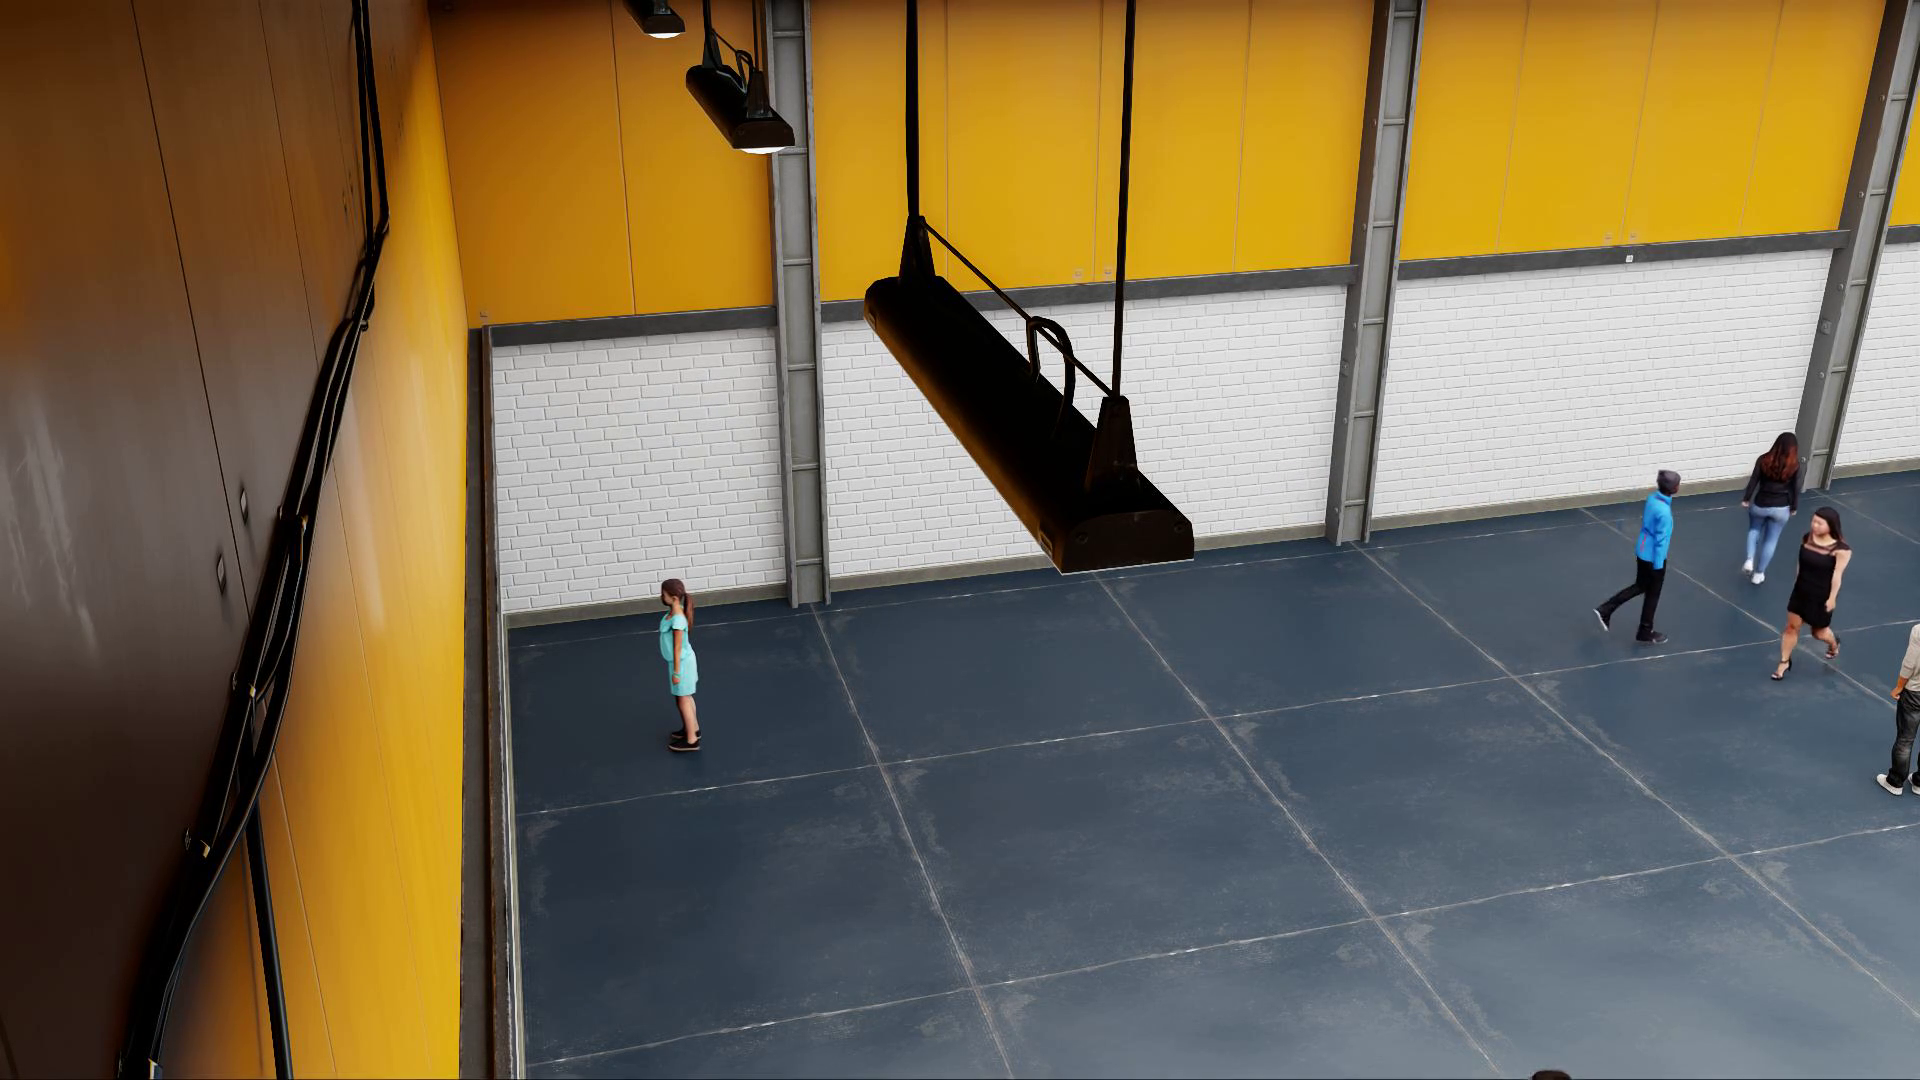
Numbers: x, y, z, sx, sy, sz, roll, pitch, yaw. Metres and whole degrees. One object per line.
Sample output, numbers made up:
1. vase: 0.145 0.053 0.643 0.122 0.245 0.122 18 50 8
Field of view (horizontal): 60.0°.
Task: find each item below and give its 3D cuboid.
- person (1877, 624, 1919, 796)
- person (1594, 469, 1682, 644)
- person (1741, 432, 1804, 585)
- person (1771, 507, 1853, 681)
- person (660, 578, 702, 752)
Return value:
1. person: 7.721 1.206 13.261 0.618 1.812 0.786 2 24 5
2. person: 6.430 0.161 15.690 1.013 1.782 0.787 1 24 1
3. person: 8.243 -0.304 16.947 0.781 1.625 0.826 16 28 32
4. person: 7.780 0.498 15.020 0.999 1.699 0.766 -11 26 -24
5. person: -2.341 1.034 13.973 0.548 1.558 0.564 -3 24 -7
